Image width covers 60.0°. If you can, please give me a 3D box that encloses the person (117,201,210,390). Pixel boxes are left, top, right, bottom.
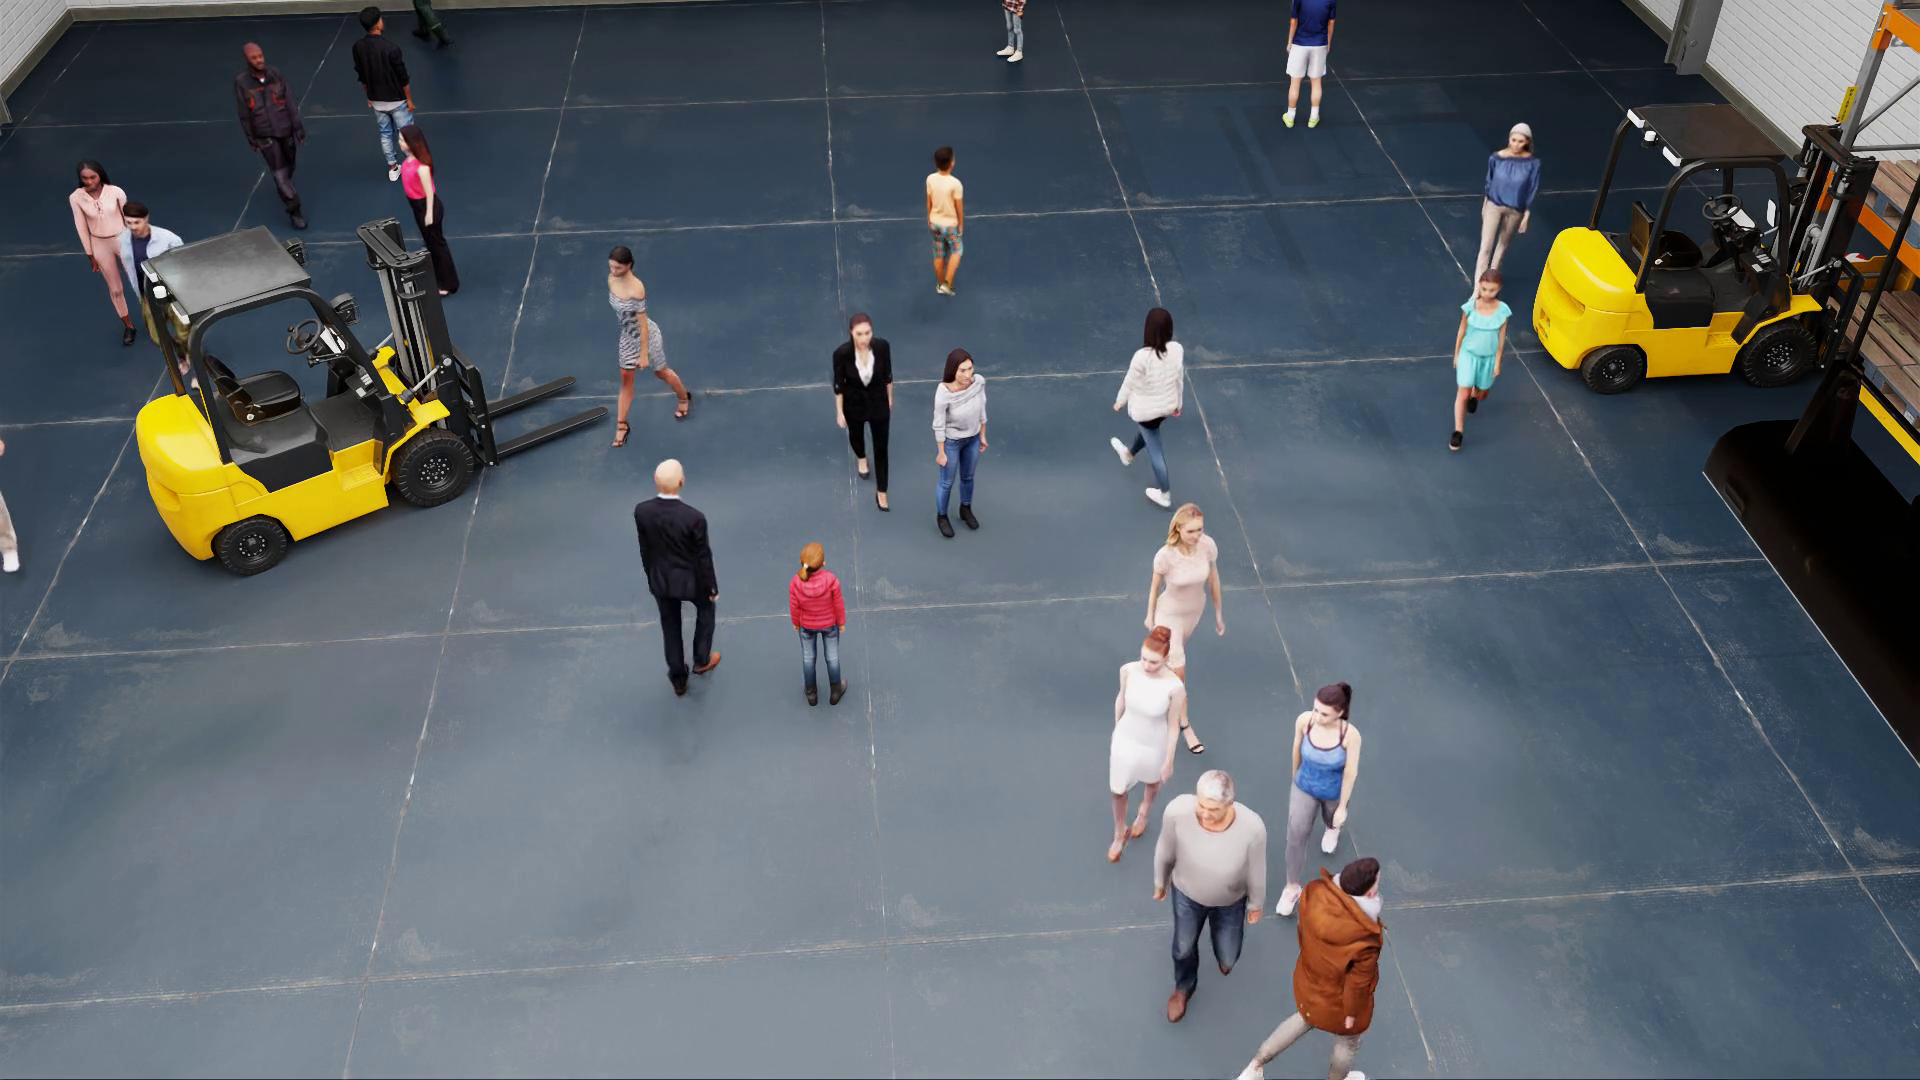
[{"bbox_3d":[-6.643,-2.093,13.952,0.699,1.780,0.746,-1,39,-2],"label":"person"}]

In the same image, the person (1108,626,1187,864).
[{"bbox_3d":[1.144,1.152,9.891,0.775,1.778,0.841,18,42,22],"label":"person"}]

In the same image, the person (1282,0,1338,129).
[{"bbox_3d":[3.787,-5.372,18.013,0.672,1.838,0.612,3,39,4],"label":"person"}]

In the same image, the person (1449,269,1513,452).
[{"bbox_3d":[4.185,-1.503,13.404,0.760,1.544,0.967,11,40,14],"label":"person"}]

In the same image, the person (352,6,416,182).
[{"bbox_3d":[-5.857,-4.542,16.993,0.765,1.814,0.721,8,39,10],"label":"person"}]

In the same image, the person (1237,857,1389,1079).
[{"bbox_3d":[1.823,2.295,8.428,0.986,1.818,1.020,-19,42,-22],"label":"person"}]

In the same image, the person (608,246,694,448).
[{"bbox_3d":[-2.487,-1.624,13.374,1.089,1.769,1.160,31,48,33],"label":"person"}]

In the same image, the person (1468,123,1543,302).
[{"bbox_3d":[5.013,-3.044,15.243,0.938,1.657,1.154,13,41,16],"label":"person"}]

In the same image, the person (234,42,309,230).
[{"bbox_3d":[-6.802,-4.063,16.394,1.115,1.812,1.302,-27,46,-30],"label":"person"}]

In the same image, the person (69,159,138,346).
[{"bbox_3d":[-7.394,-2.539,14.557,0.678,1.723,0.639,-14,41,-17],"label":"person"}]

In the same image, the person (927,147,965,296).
[{"bbox_3d":[-0.168,-2.864,15.182,0.676,1.451,0.761,14,41,16],"label":"person"}]

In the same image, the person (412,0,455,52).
[{"bbox_3d":[-6.346,-6.689,19.681,1.158,1.813,1.147,22,44,25],"label":"person"}]

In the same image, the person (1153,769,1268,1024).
[{"bbox_3d":[1.361,1.831,8.952,0.935,1.889,0.995,15,41,18],"label":"person"}]

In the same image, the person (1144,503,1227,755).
[{"bbox_3d":[1.384,0.441,10.779,0.813,1.782,1.135,-15,41,-18],"label":"person"}]

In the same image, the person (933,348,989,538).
[{"bbox_3d":[-0.014,-0.741,12.381,0.676,1.630,0.683,-24,44,-27],"label":"person"}]

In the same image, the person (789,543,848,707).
[{"bbox_3d":[-0.938,0.558,11.004,0.528,1.318,0.514,1,39,1],"label":"person"}]

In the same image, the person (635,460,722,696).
[{"bbox_3d":[-1.867,0.315,10.936,0.798,1.781,0.777,3,39,4],"label":"person"}]

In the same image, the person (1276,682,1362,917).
[{"bbox_3d":[2.147,1.419,9.721,0.944,1.574,1.135,17,42,20],"label":"person"}]

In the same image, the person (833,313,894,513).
[{"bbox_3d":[-0.747,-1.069,12.804,0.693,1.615,1.079,-7,39,-9],"label":"person"}]

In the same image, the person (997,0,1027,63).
[{"bbox_3d":[0.650,-6.334,19.644,0.670,1.305,0.576,-20,43,-23],"label":"person"}]

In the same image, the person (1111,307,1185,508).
[{"bbox_3d":[1.520,-0.967,12.696,0.952,1.589,1.146,-24,44,-27],"label":"person"}]

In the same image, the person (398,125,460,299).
[{"bbox_3d":[-4.877,-3.019,15.210,0.718,1.659,0.586,-18,42,-21],"label":"person"}]
